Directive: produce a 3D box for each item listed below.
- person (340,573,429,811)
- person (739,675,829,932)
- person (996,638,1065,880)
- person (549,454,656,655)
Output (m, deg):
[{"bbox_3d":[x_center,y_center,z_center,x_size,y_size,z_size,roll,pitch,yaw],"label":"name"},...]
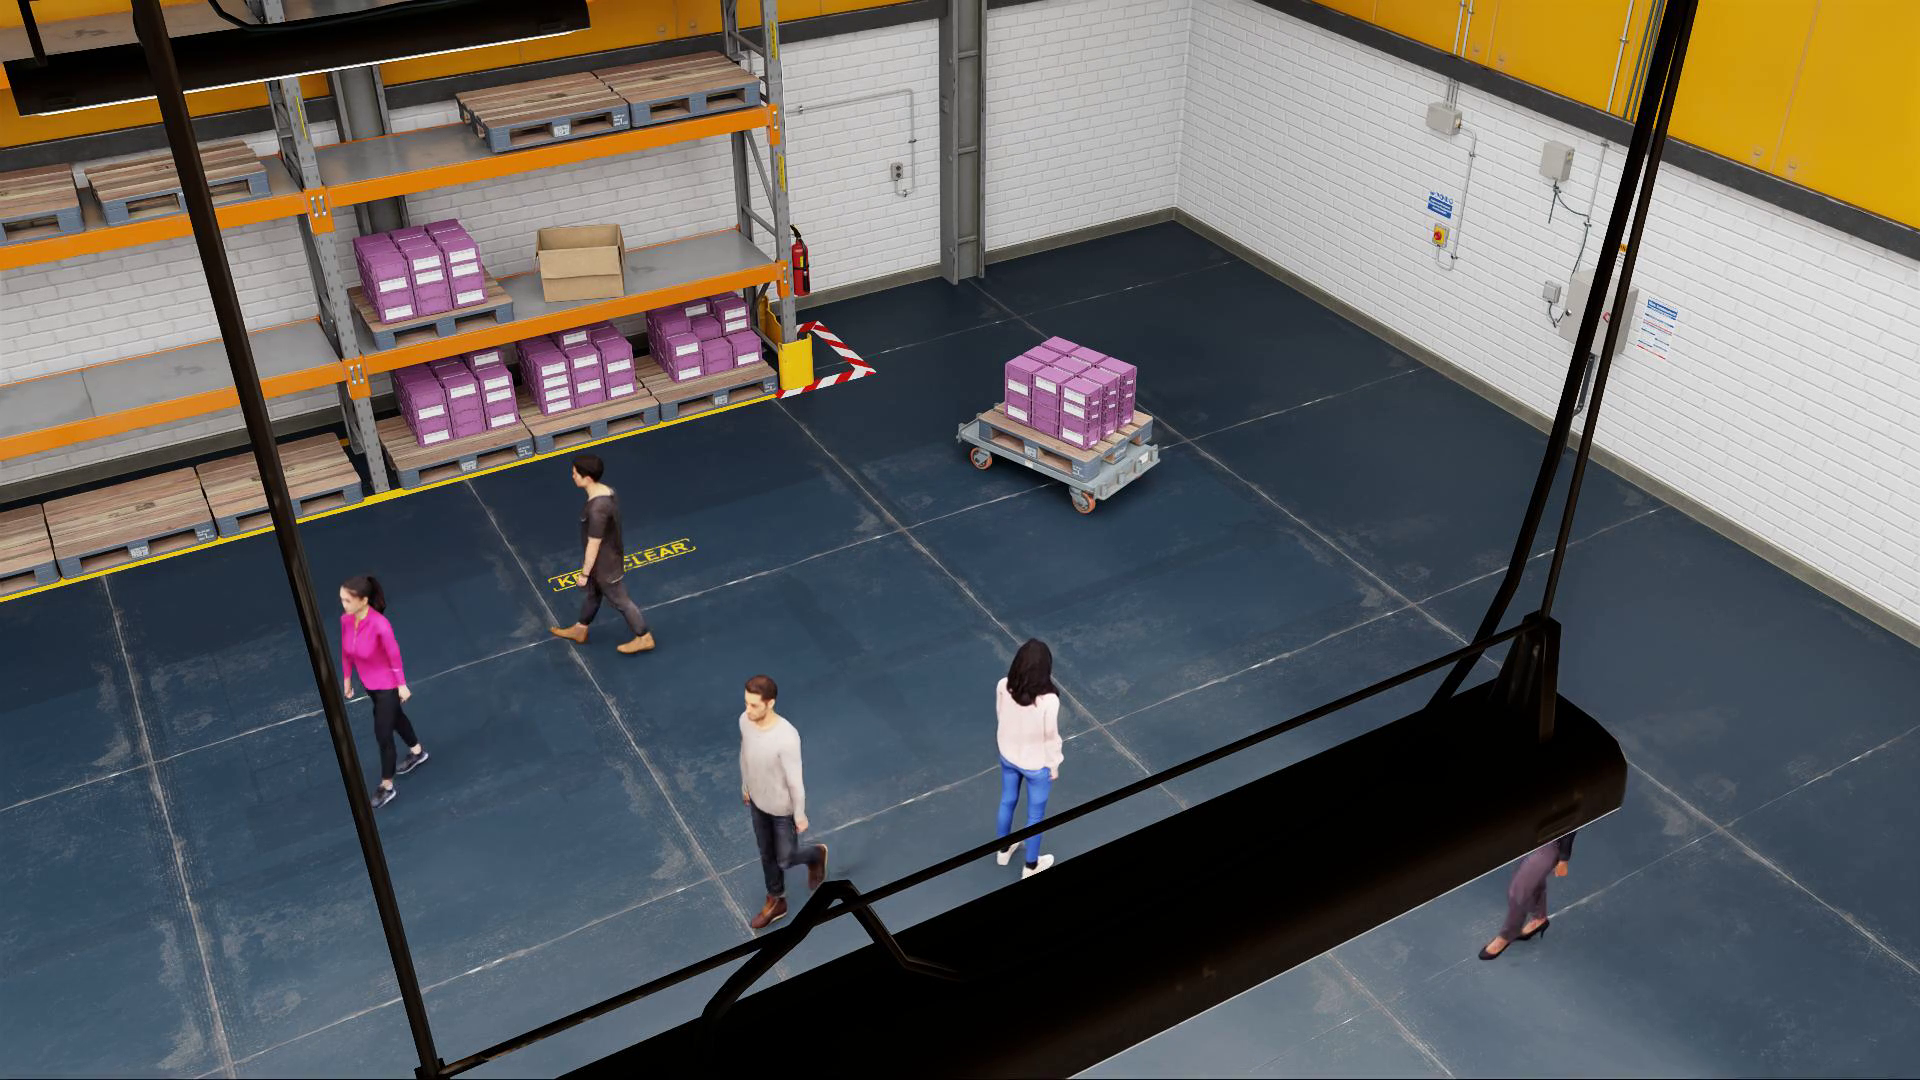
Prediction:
[{"bbox_3d":[-3.814,0.910,11.151,0.841,1.678,0.984,18,37,25],"label":"person"},{"bbox_3d":[-1.060,1.537,10.047,0.864,1.858,1.007,24,40,31],"label":"person"},{"bbox_3d":[0.406,1.372,10.378,0.710,1.765,0.679,23,40,31],"label":"person"},{"bbox_3d":[-2.562,0.145,12.308,1.094,1.672,0.849,-5,34,-8],"label":"person"}]
